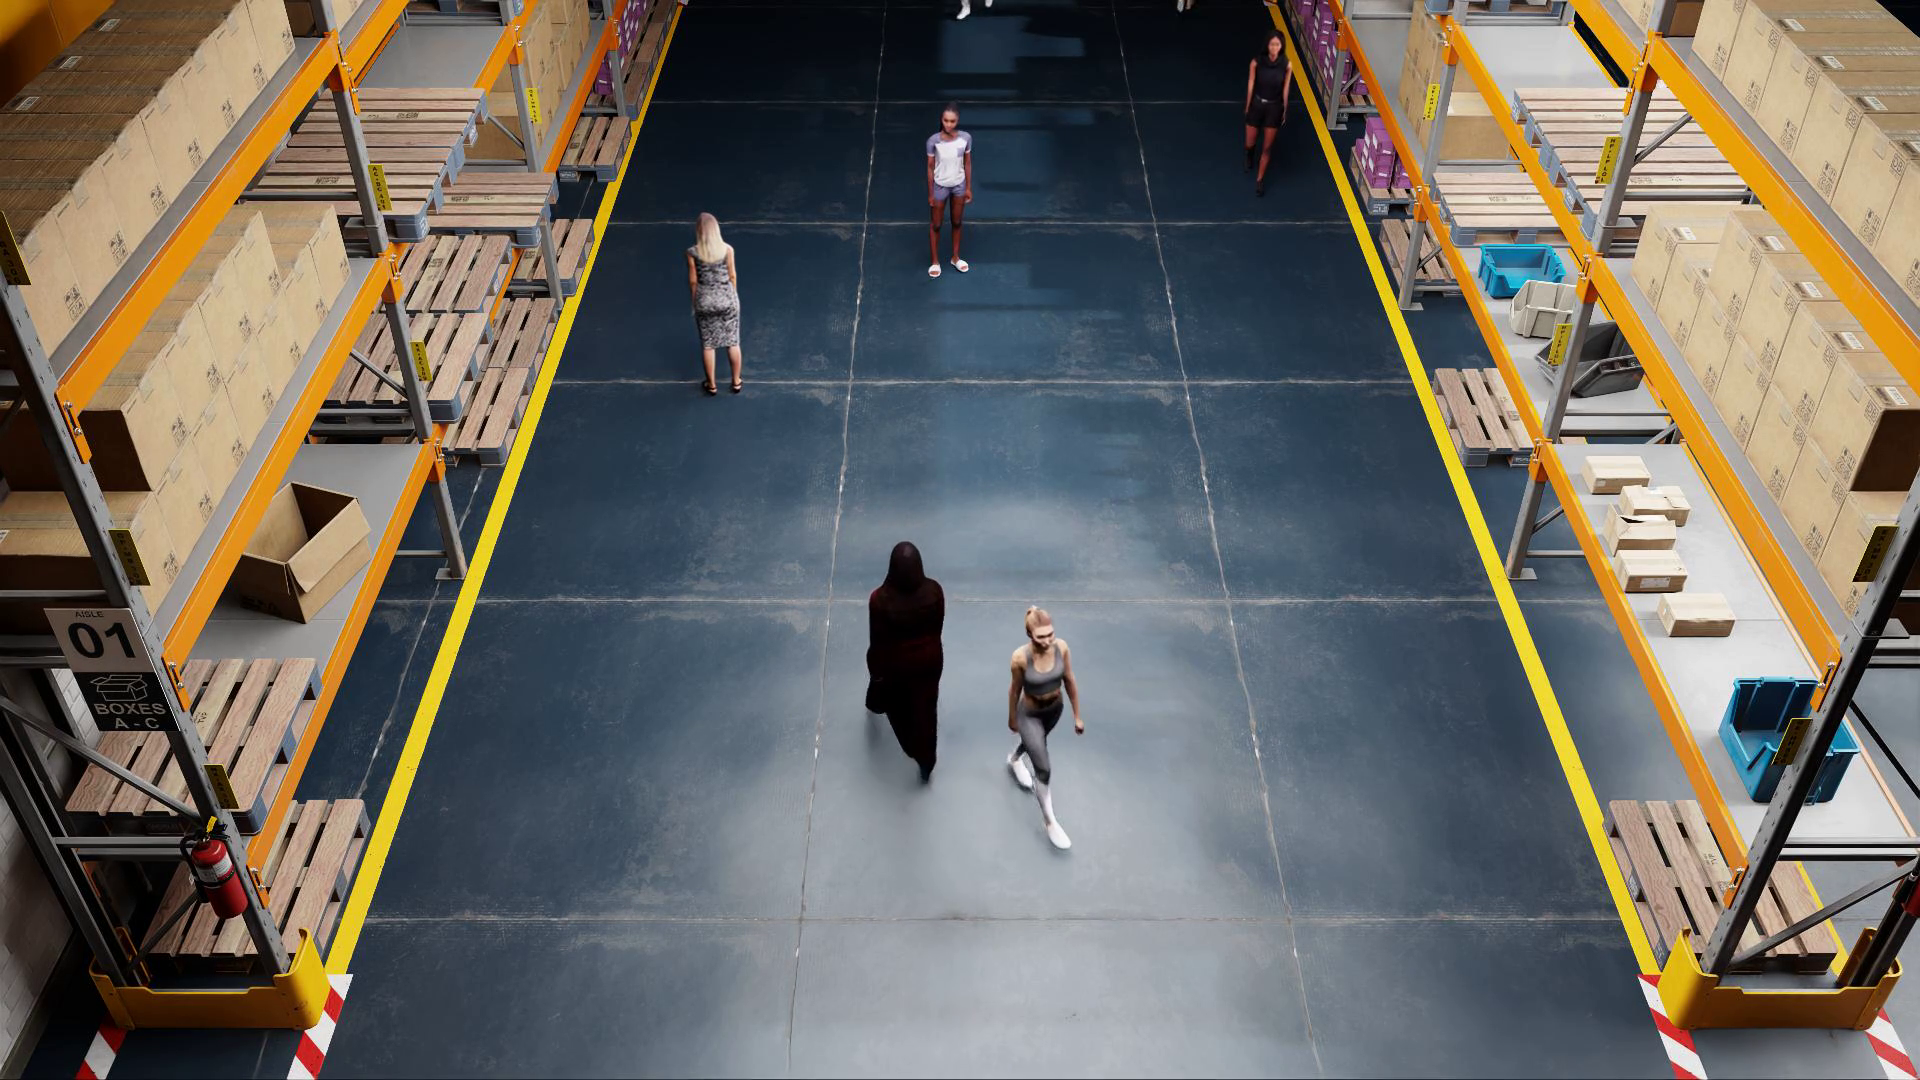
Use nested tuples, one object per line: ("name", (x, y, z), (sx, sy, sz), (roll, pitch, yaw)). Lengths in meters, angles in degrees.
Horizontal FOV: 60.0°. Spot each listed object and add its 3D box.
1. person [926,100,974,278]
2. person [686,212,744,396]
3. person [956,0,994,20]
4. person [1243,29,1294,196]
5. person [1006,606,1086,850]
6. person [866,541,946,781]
("person", (-0.105, -3.377, 15.968), (0.670, 1.723, 0.637), (-10, 40, -12))
("person", (-2.093, -2.012, 14.276), (0.574, 1.700, 0.525), (-4, 39, -5))
("person", (0.214, -7.652, 21.209), (0.938, 1.863, 1.121), (16, 41, 19))
("person", (3.192, -4.488, 17.355), (0.640, 1.727, 0.837), (5, 39, 6))
("person", (0.469, 1.049, 10.477), (0.931, 1.660, 1.186), (-18, 42, -21))
("person", (-0.303, 0.835, 10.709), (0.900, 1.704, 1.212), (-12, 40, -15))
